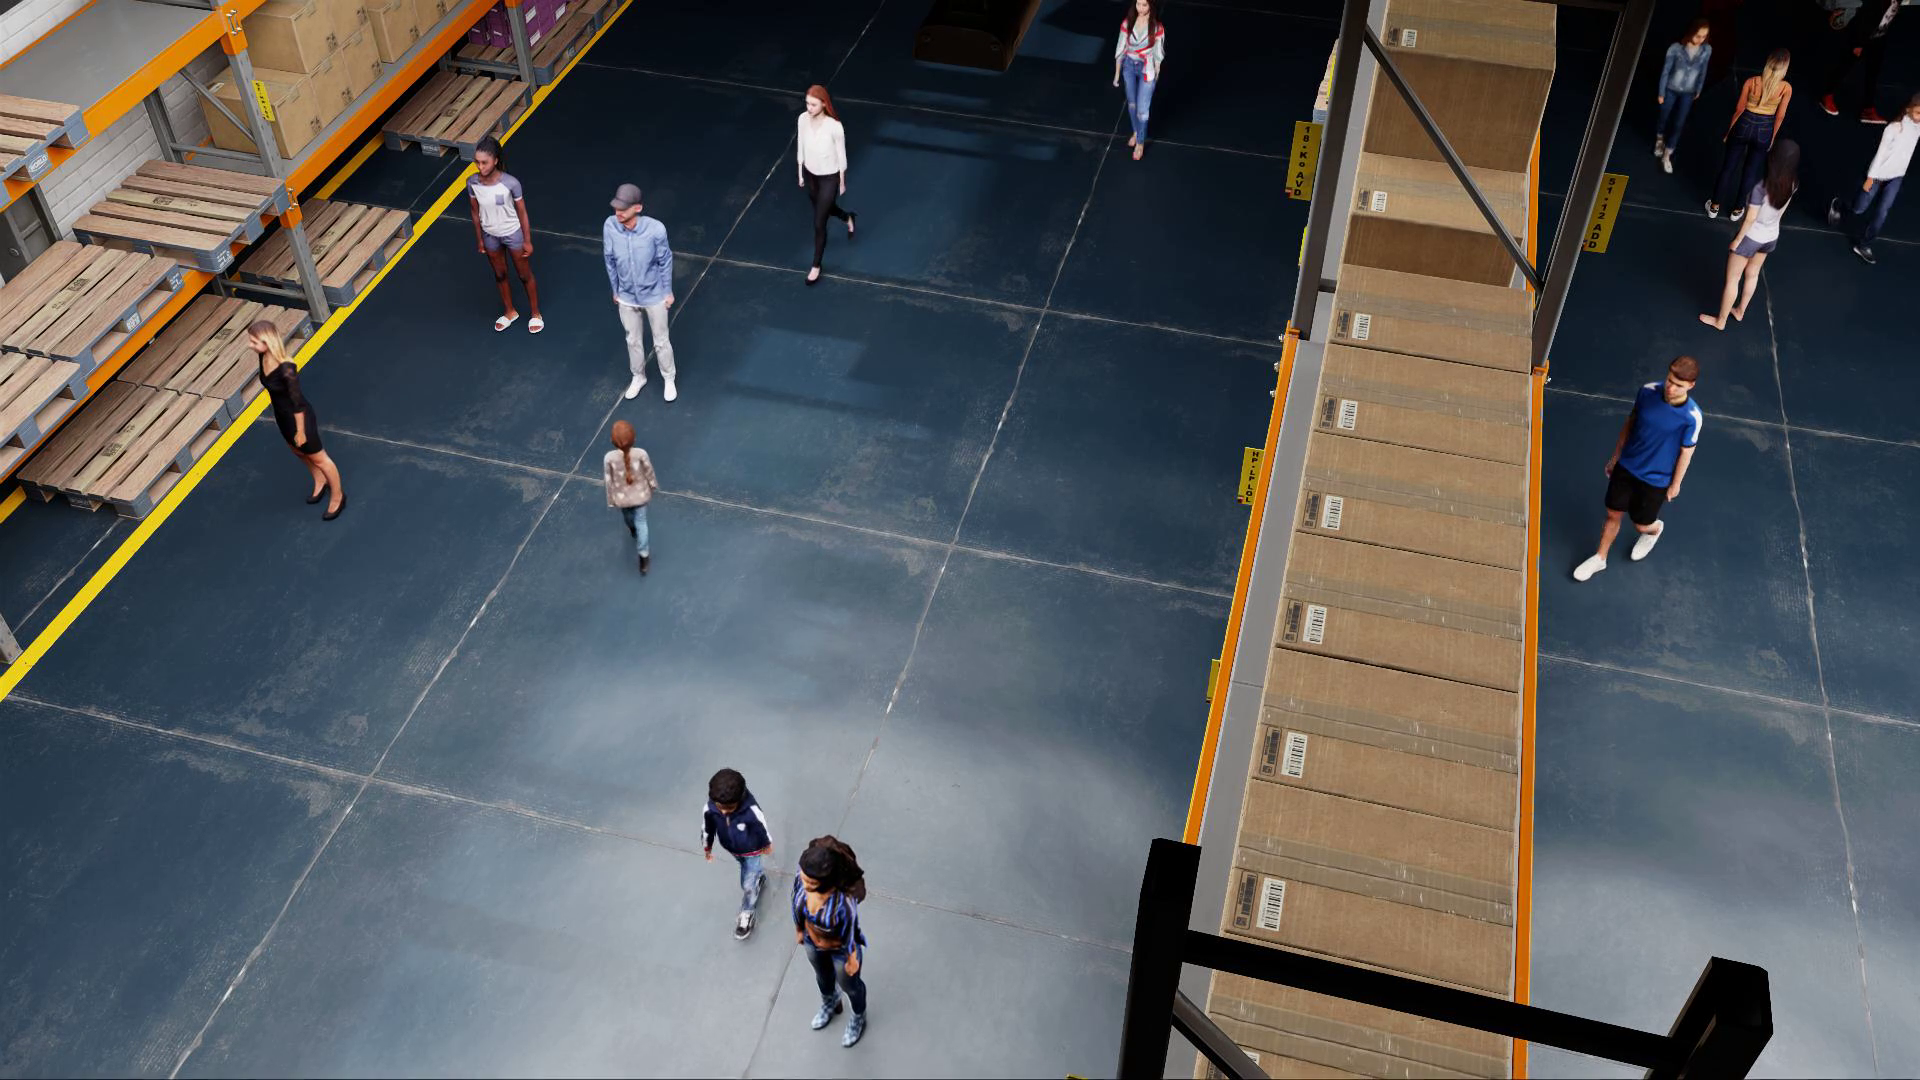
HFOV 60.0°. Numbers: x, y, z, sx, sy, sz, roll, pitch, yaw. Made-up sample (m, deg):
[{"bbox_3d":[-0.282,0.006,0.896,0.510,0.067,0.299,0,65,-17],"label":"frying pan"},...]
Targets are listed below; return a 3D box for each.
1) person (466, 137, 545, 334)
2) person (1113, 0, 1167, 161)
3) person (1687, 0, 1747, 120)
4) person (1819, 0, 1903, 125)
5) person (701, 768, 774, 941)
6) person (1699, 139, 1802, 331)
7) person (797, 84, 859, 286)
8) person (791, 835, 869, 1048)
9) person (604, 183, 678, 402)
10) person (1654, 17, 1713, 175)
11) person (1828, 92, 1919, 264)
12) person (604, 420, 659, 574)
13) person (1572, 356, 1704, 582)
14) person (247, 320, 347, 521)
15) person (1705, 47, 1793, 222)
[{"bbox_3d":[-3.661,-2.441,13.397,0.634,1.721,0.569,5,44,5],"label":"person"},{"bbox_3d":[1.703,-4.426,15.572,0.652,1.596,0.757,18,46,18],"label":"person"},{"bbox_3d":[7.127,-4.867,15.936,0.824,1.732,0.868,-18,46,-18],"label":"person"},{"bbox_3d":[8.674,-4.867,15.992,0.932,1.655,1.050,-14,45,-14],"label":"person"},{"bbox_3d":[-1.220,1.664,9.467,0.549,1.200,0.704,13,45,13],"label":"person"},{"bbox_3d":[6.424,-2.464,13.433,0.674,1.706,0.720,-19,47,-19],"label":"person"},{"bbox_3d":[-1.113,-3.054,14.033,0.811,1.732,1.164,22,48,21],"label":"person"},{"bbox_3d":[-0.669,2.096,8.707,0.680,1.622,0.654,25,49,24],"label":"person"},{"bbox_3d":[-2.431,-1.898,12.708,0.683,1.886,0.607,4,44,4],"label":"person"},{"bbox_3d":[6.672,-4.223,15.462,0.602,1.455,0.837,7,44,7],"label":"person"},{"bbox_3d":[7.902,-3.182,14.306,0.720,1.541,0.950,-5,44,-6],"label":"person"},{"bbox_3d":[-2.275,-0.288,11.540,0.708,1.168,0.893,-6,44,-6],"label":"person"},{"bbox_3d":[4.696,-0.503,11.264,1.091,1.858,0.988,-28,50,-26],"label":"person"},{"bbox_3d":[-4.691,-0.861,11.774,0.618,1.673,0.614,31,52,29],"label":"person"},{"bbox_3d":[6.973,-3.571,14.651,0.586,1.629,0.540,15,46,15],"label":"person"}]
